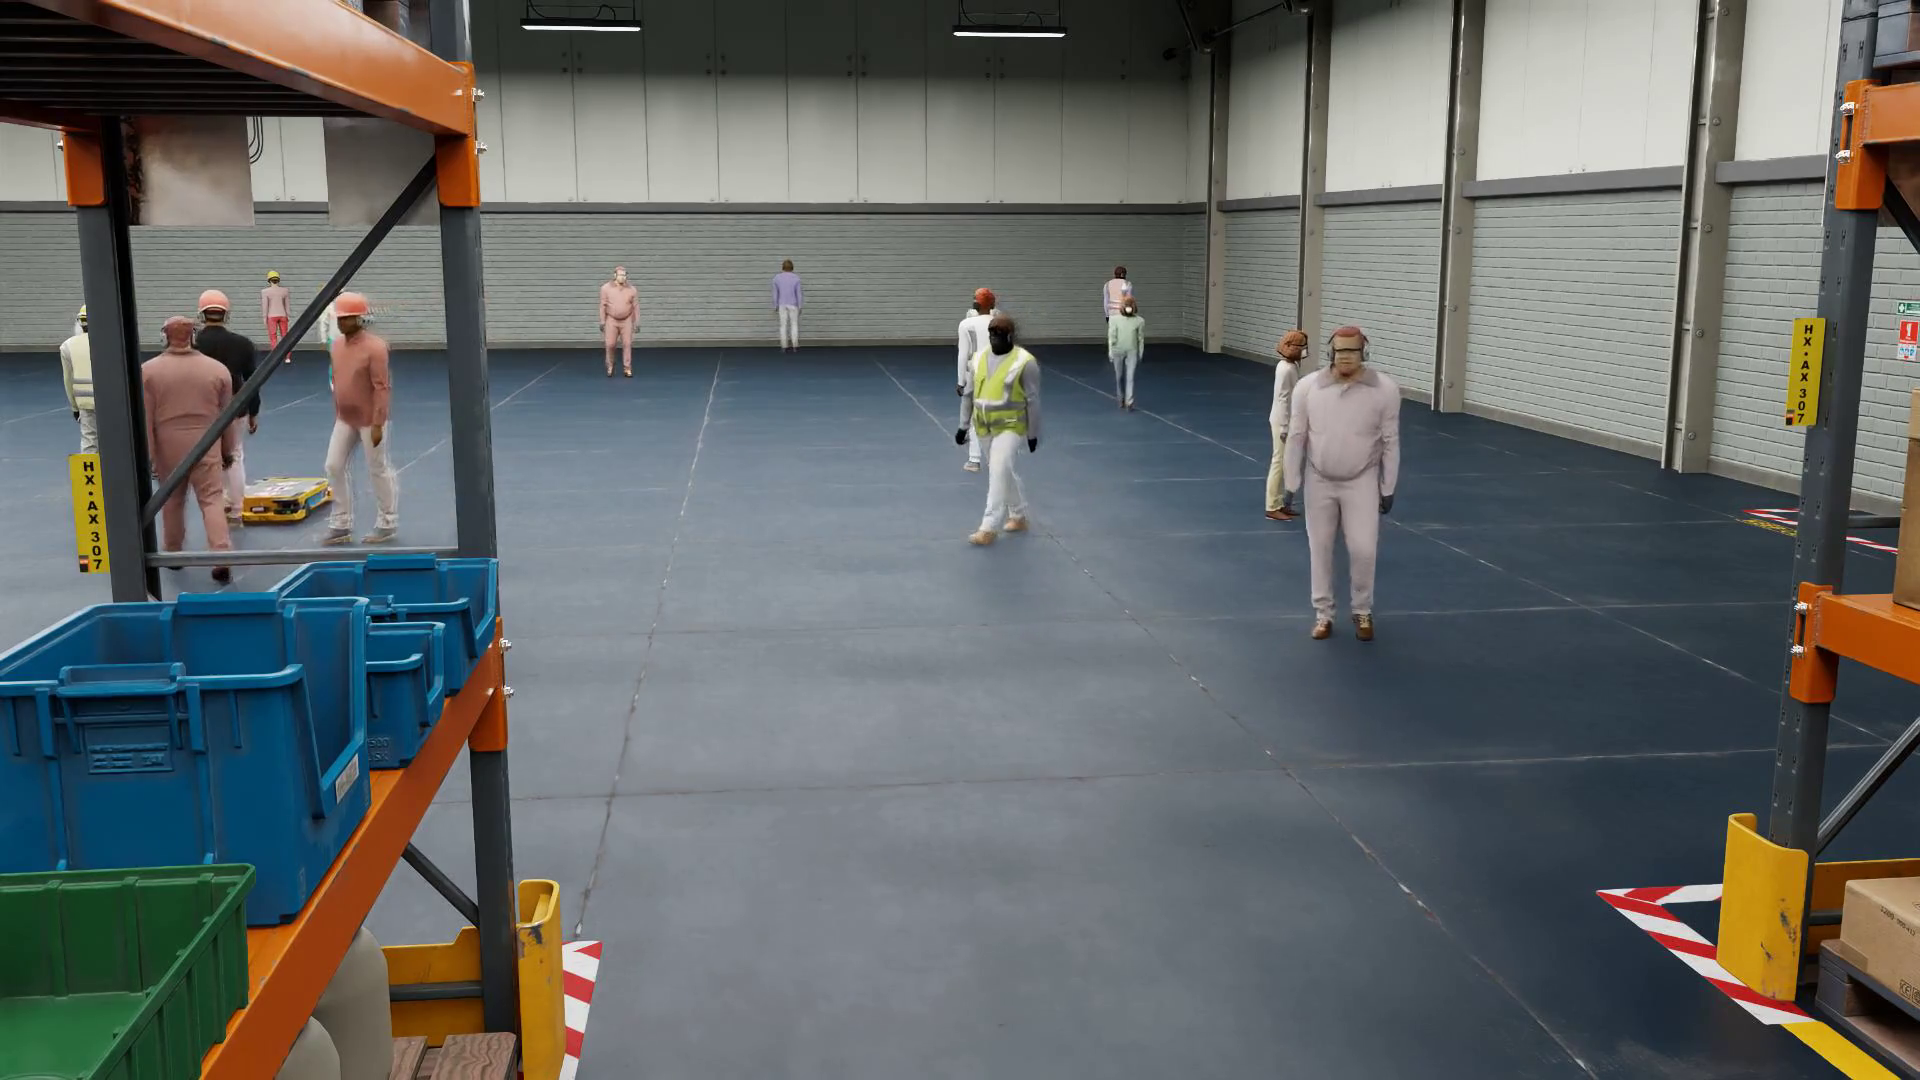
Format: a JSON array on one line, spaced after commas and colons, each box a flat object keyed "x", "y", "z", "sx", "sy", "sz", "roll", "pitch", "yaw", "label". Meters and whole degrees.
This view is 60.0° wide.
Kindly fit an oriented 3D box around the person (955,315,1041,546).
[{"x": 0.322, "y": -0.893, "z": 13.277, "sx": 0.626, "sy": 1.797, "sz": 0.975, "roll": 8, "pitch": 13, "yaw": 39, "label": "person"}]

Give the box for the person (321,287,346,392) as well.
[{"x": -9.393, "y": -3.062, "z": 25.242, "sx": 0.548, "sy": 1.748, "sz": 0.443, "roll": -7, "pitch": 12, "yaw": -33, "label": "person"}]

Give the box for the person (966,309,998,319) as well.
[{"x": 0.277, "y": -2.869, "z": 24.598, "sx": 0.529, "sy": 1.607, "sz": 0.799, "roll": -6, "pitch": 12, "yaw": -28, "label": "person"}]

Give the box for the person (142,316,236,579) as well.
[{"x": -5.459, "y": -0.648, "z": 11.781, "sx": 0.650, "sy": 1.865, "sz": 0.994, "roll": -6, "pitch": 12, "yaw": -31, "label": "person"}]

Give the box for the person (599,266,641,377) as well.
[{"x": -5.835, "y": -3.740, "z": 28.573, "sx": 0.700, "sy": 1.896, "sz": 0.422, "roll": -4, "pitch": 11, "yaw": -19, "label": "person"}]

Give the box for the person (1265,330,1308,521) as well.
[{"x": 2.795, "y": -0.979, "z": 14.193, "sx": 0.296, "sy": 1.624, "sz": 0.505, "roll": 4, "pitch": 11, "yaw": 22, "label": "person"}]

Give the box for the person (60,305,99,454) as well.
[{"x": -7.751, "y": -1.229, "z": 15.010, "sx": 0.588, "sy": 1.823, "sz": 0.403, "roll": 2, "pitch": 10, "yaw": 8, "label": "person"}]

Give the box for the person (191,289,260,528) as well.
[{"x": -6.081, "y": -1.063, "z": 13.669, "sx": 0.640, "sy": 1.973, "sz": 0.447, "roll": -7, "pitch": 13, "yaw": -36, "label": "person"}]

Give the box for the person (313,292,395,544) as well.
[{"x": -4.758, "y": -0.925, "z": 12.923, "sx": 0.651, "sy": 1.969, "sz": 0.749, "roll": 6, "pitch": 12, "yaw": 28, "label": "person"}]

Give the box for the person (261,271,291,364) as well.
[{"x": -12.959, "y": -4.212, "z": 31.516, "sx": 0.310, "sy": 1.768, "sz": 0.533, "roll": 10, "pitch": 14, "yaw": 44, "label": "person"}]

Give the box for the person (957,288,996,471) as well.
[{"x": 0.250, "y": -1.646, "z": 17.124, "sx": 0.587, "sy": 1.883, "sz": 0.341, "roll": -3, "pitch": 11, "yaw": -17, "label": "person"}]

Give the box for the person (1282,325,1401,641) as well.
[{"x": 2.255, "y": -0.324, "z": 9.882, "sx": 0.664, "sy": 1.893, "sz": 0.468, "roll": 4, "pitch": 11, "yaw": 20, "label": "person"}]

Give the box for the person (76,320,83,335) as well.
[{"x": -9.684, "y": -1.940, "z": 18.938, "sx": 0.590, "sy": 1.807, "sz": 0.692, "roll": -9, "pitch": 14, "yaw": -40, "label": "person"}]

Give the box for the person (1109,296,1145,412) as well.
[{"x": 2.320, "y": -2.609, "z": 23.180, "sx": 0.494, "sy": 1.602, "sz": 0.815, "roll": 1, "pitch": 10, "yaw": 6, "label": "person"}]

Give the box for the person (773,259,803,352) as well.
[{"x": -3.603, "y": -4.912, "z": 34.888, "sx": 0.634, "sy": 1.938, "sz": 0.358, "roll": 1, "pitch": 10, "yaw": 6, "label": "person"}]

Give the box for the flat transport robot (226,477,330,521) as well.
[{"x": -5.945, "y": -0.367, "z": 14.541, "sx": 0.652, "sy": 0.197, "sz": 1.431, "roll": -1, "pitch": 10, "yaw": -6, "label": "flat transport robot"}]

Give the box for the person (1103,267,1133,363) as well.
[{"x": 3.066, "y": -4.317, "z": 31.905, "sx": 0.621, "sy": 1.838, "sz": 0.429, "roll": 6, "pitch": 12, "yaw": 31, "label": "person"}]
